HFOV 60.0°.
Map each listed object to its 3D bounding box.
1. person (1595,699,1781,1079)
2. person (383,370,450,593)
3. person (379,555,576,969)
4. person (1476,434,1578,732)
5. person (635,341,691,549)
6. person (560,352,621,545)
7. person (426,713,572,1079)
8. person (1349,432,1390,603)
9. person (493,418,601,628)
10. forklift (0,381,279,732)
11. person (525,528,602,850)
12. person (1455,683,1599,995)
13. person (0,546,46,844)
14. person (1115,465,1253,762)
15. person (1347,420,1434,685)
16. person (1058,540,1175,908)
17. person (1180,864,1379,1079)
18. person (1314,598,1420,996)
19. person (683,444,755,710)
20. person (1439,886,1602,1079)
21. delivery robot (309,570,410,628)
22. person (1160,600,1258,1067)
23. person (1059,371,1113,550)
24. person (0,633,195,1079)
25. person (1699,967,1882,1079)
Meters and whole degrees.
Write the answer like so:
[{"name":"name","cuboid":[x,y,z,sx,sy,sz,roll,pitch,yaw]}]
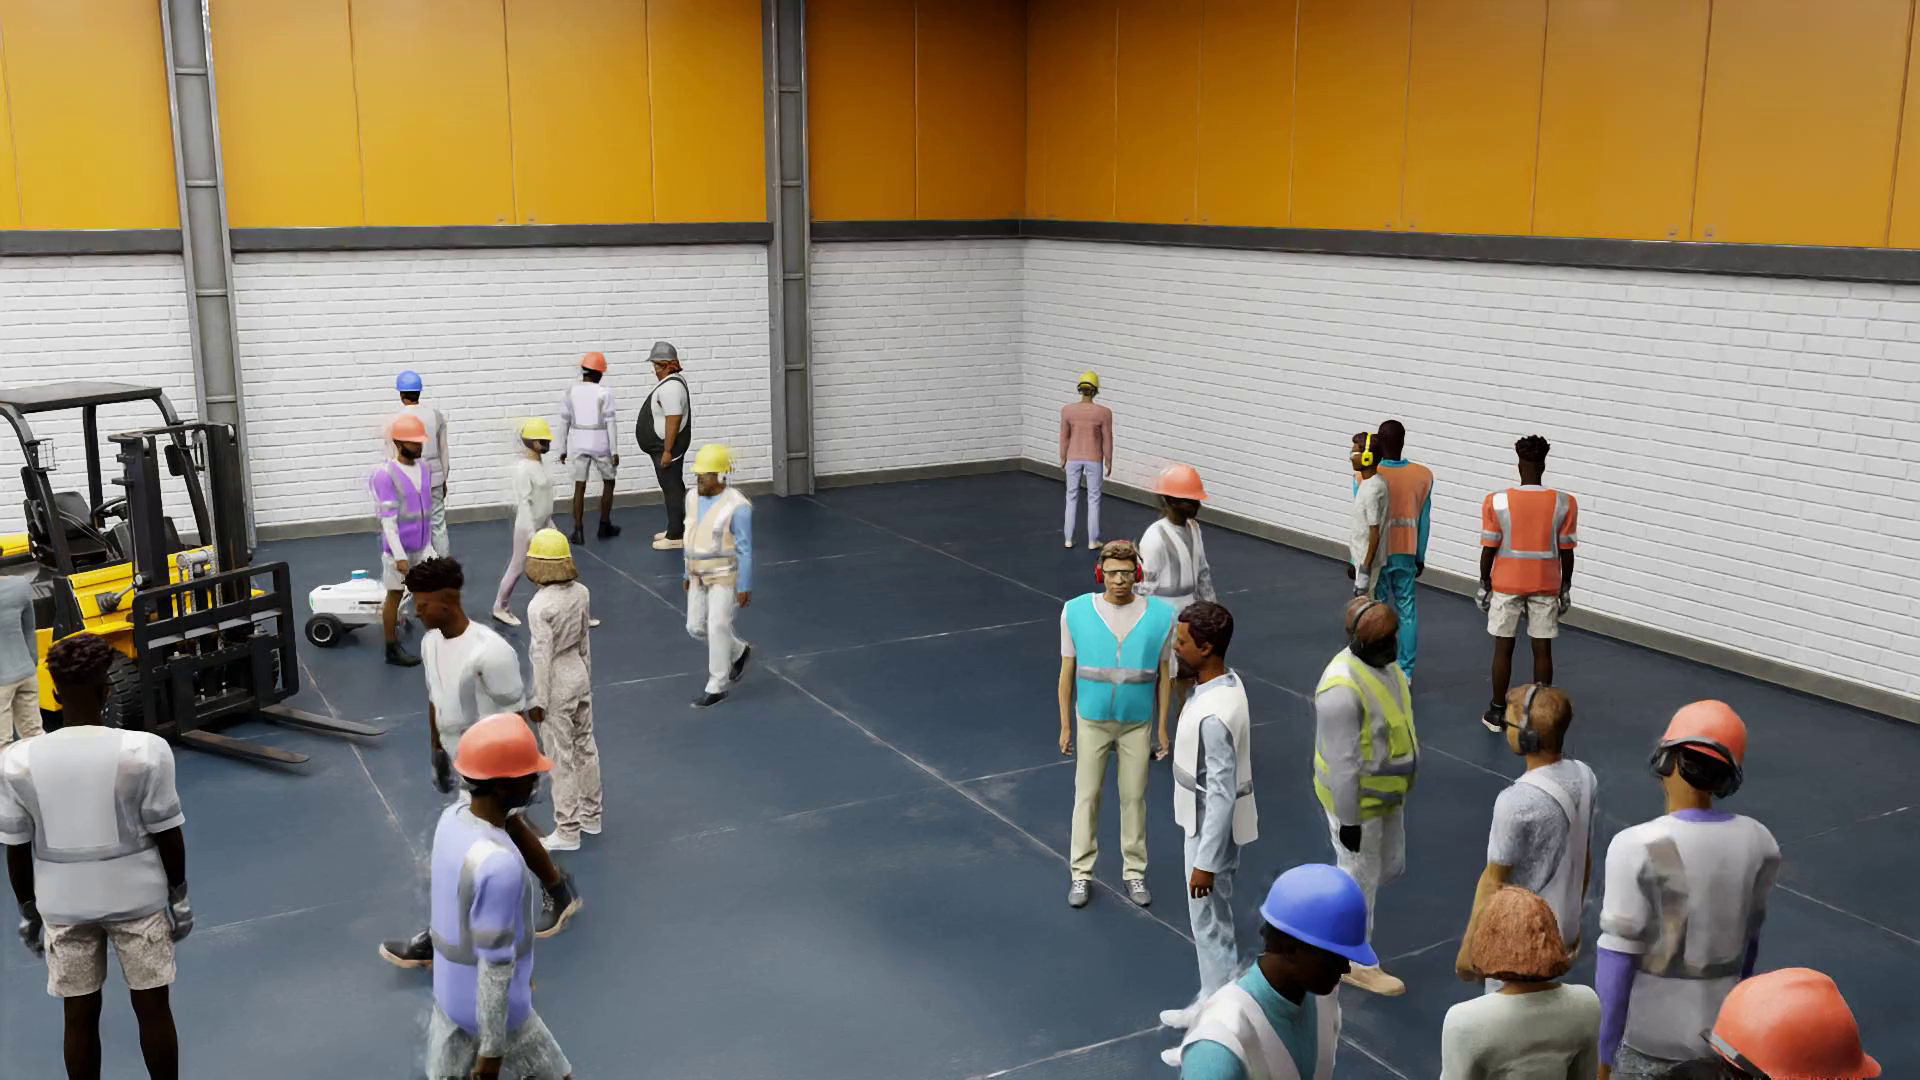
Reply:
[{"name":"person","cuboid":[2.168,1.481,5.141,0.694,1.990,0.472,-5,13,-22]},{"name":"person","cuboid":[-4.748,-0.508,14.560,0.388,1.949,0.602,11,16,41]},{"name":"person","cuboid":[-2.207,0.993,7.643,0.988,1.898,0.611,-11,17,-43]},{"name":"person","cuboid":[3.663,0.292,10.785,0.603,1.959,0.374,3,12,12]},{"name":"person","cuboid":[-2.913,-0.938,16.358,0.539,2.000,0.688,-1,12,-6]},{"name":"person","cuboid":[-3.688,-0.925,16.612,0.649,1.901,0.644,1,12,6]},{"name":"person","cuboid":[-1.538,1.476,5.437,1.011,1.888,0.562,-9,15,-36]},{"name":"person","cuboid":[2.798,0.183,11.531,0.313,1.860,0.538,3,13,16]},{"name":"person","cuboid":[-3.404,-0.127,13.332,0.922,1.718,0.537,3,12,15]},{"name":"forklift","cuboid":[-5.853,0.085,11.199,2.313,2.155,1.214,7,14,28]},{"name":"person","cuboid":[-2.159,0.796,8.931,0.315,1.742,0.492,4,13,19]},{"name":"person","cuboid":[2.007,1.390,5.943,0.511,1.830,0.402,-11,16,-41]},{"name":"person","cuboid":[-5.204,0.772,8.996,0.329,1.765,0.527,3,12,13]},{"name":"person","cuboid":[1.359,0.480,10.082,1.004,1.877,0.561,7,14,31]},{"name":"person","cuboid":[3.036,0.107,11.763,0.590,1.913,0.399,-2,12,-10]},{"name":"person","cuboid":[0.766,0.897,8.216,0.566,1.847,0.389,0,12,-1]},{"name":"person","cuboid":[0.747,1.720,4.212,0.642,1.898,0.716,12,17,43]},{"name":"person","cuboid":[1.719,1.117,7.272,0.540,1.814,0.625,8,15,34]},{"name":"person","cuboid":[-1.645,0.228,11.408,0.607,1.820,0.588,10,16,40]},{"name":"person","cuboid":[1.546,1.763,4.684,0.505,1.627,0.277,-3,13,-16]},{"name":"delivery robot","cuboid":[-4.682,0.479,13.000,0.707,0.478,0.477,-1,12,-3]},{"name":"person","cuboid":[1.016,1.181,6.717,0.374,1.917,0.597,2,12,8]},{"name":"person","cuboid":[1.233,-0.776,16.274,0.532,1.758,0.344,3,13,16]},{"name":"person","cuboid":[-3.114,1.301,6.057,0.608,1.958,0.389,-2,12,-10]},{"name":"person","cuboid":[1.514,1.833,3.414,0.778,2.020,0.612,-1,12,-3]}]
